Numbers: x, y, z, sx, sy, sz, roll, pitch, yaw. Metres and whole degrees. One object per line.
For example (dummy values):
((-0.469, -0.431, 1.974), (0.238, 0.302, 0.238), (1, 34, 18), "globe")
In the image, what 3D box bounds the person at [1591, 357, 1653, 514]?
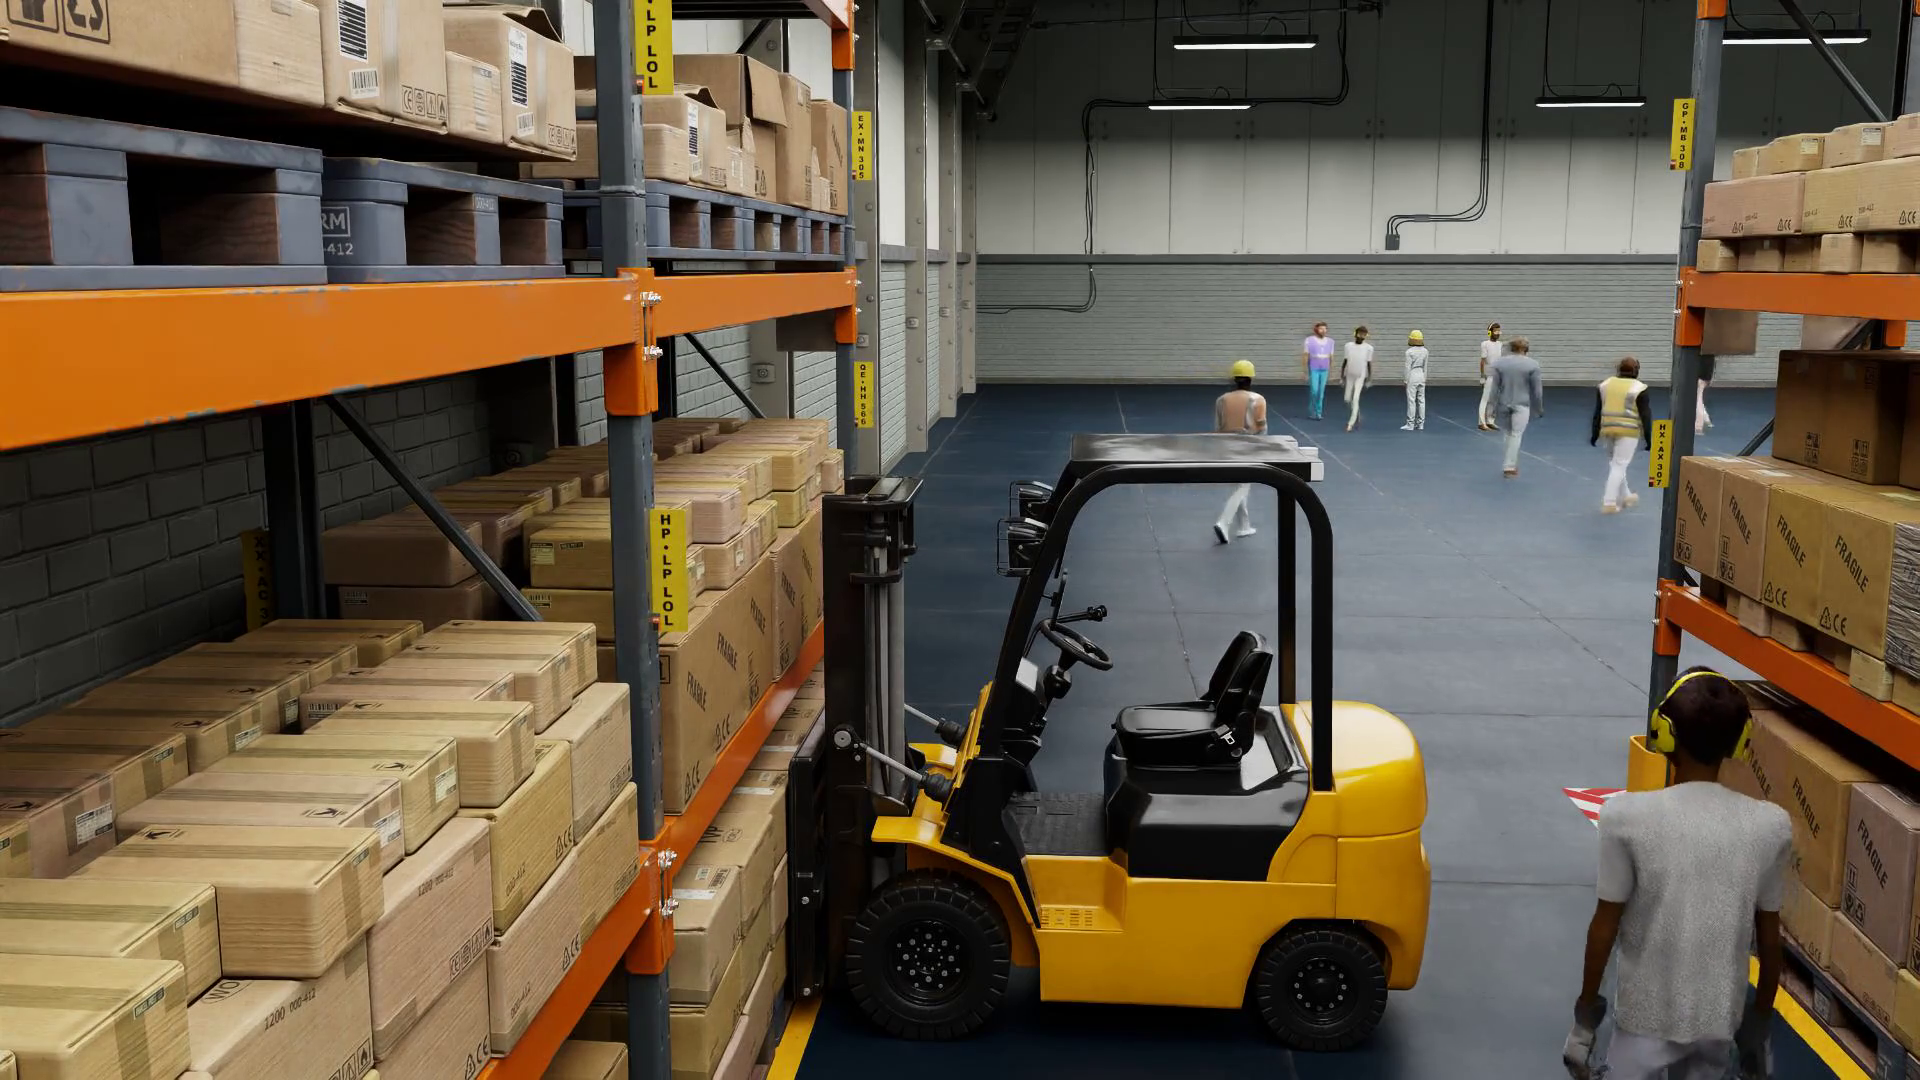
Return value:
((7.770, -1.221, 19.338), (0.917, 1.803, 0.661), (-6, 11, -33), "person")

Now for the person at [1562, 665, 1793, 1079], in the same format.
((1.843, 1.253, 4.231), (0.541, 1.851, 0.568), (0, 9, -2), "person")

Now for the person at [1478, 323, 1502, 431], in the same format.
((9.269, -2.841, 28.973), (0.532, 1.870, 0.319), (-6, 11, -33), "person")

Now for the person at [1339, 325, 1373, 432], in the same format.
((6.858, -2.803, 28.816), (0.562, 1.845, 0.557), (5, 10, 26), "person")

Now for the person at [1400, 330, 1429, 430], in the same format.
((7.948, -2.796, 29.078), (0.490, 1.746, 0.286), (-5, 11, -27), "person")

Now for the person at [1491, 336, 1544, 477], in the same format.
((7.631, -1.819, 22.674), (0.827, 1.907, 0.647), (-9, 13, -43), "person")

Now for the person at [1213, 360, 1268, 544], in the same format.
((2.878, -0.925, 17.298), (0.580, 1.899, 0.908), (9, 13, 43), "person")

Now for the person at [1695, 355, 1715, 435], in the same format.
((12.529, -2.764, 28.202), (0.615, 1.980, 0.429), (-9, 13, -43), "person")

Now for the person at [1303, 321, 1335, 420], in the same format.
((6.664, -3.124, 30.784), (0.595, 1.831, 0.531), (-2, 10, -14), "person")
